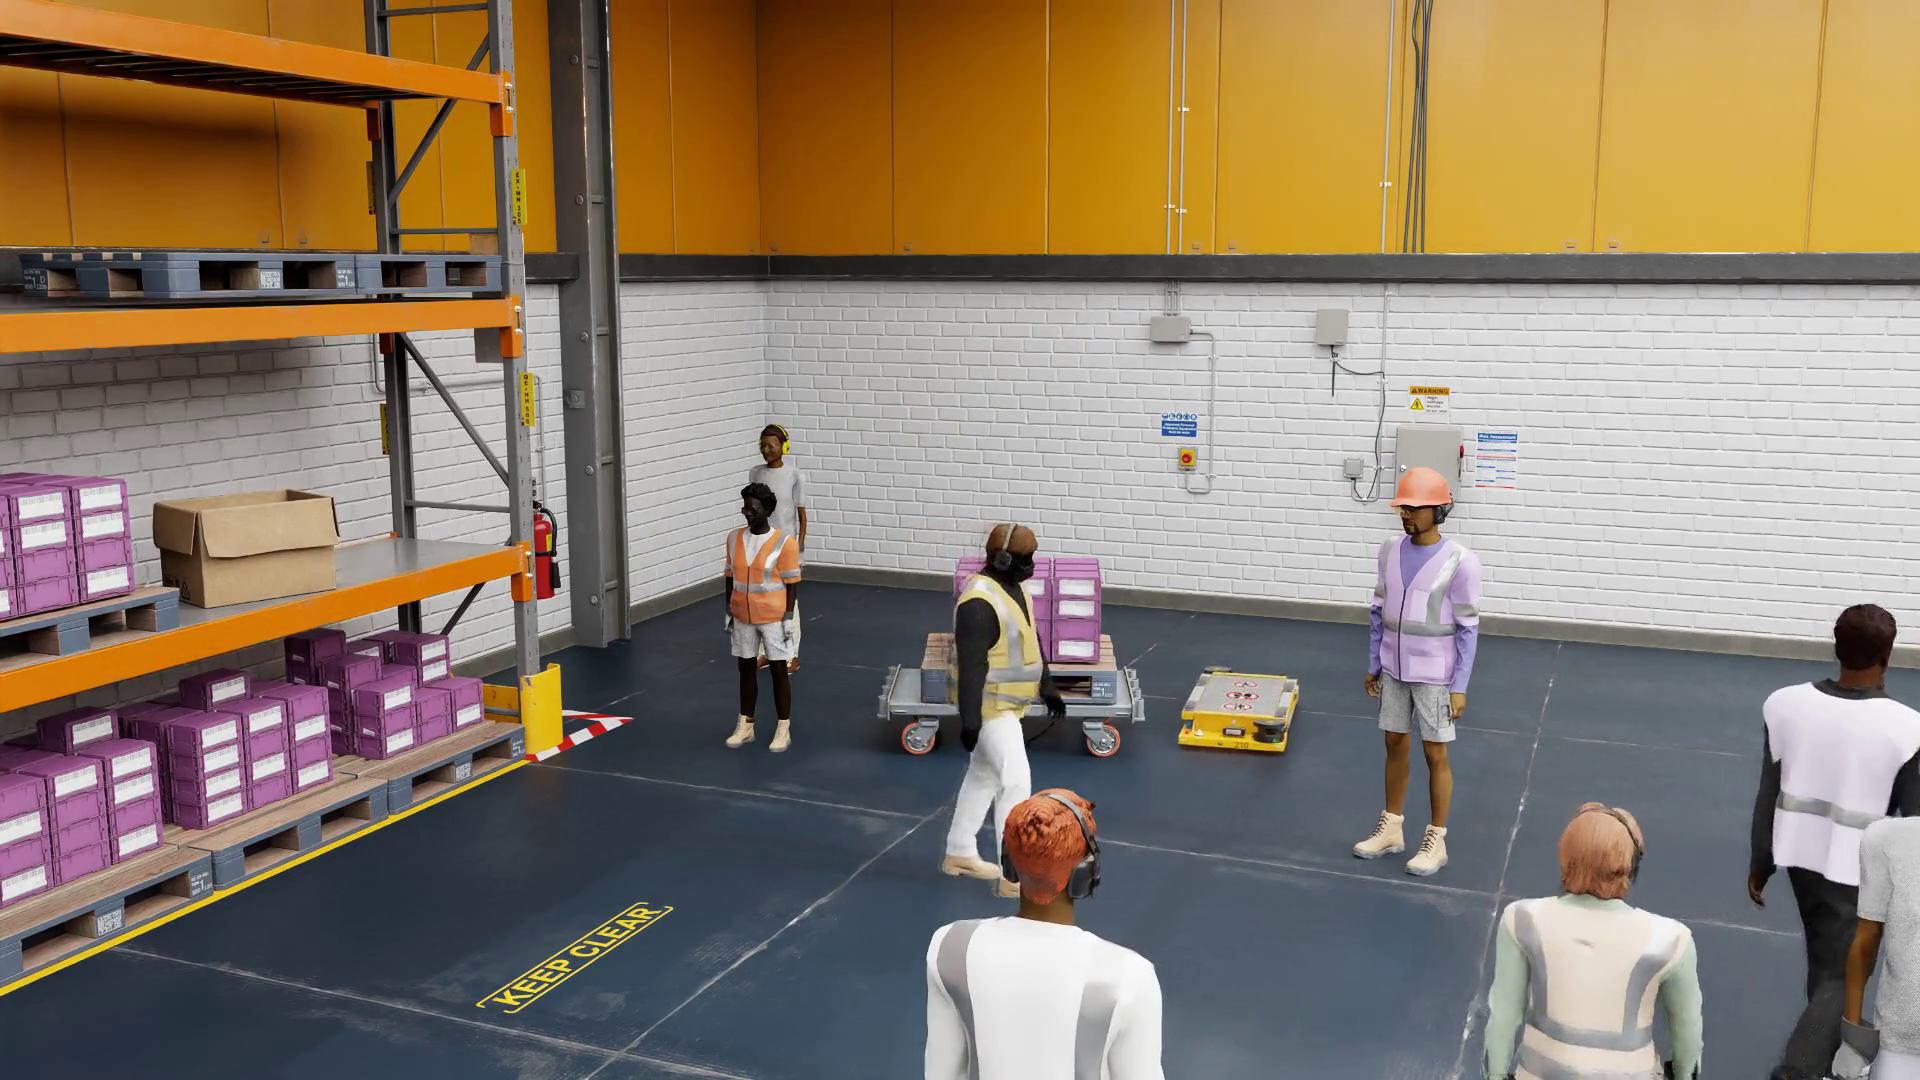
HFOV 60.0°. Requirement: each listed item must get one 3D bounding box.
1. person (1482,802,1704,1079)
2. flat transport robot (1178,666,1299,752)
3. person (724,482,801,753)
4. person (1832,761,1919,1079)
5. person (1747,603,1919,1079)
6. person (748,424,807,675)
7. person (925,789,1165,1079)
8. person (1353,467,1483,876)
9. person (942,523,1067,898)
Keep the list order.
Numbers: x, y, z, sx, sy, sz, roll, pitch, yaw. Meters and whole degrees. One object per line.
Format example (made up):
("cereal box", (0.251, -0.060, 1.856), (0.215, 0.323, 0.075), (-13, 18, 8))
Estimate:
("person", (1.719, 1.504, 4.529), (0.530, 1.592, 0.864), (6, 11, 30))
("flat transport robot", (1.861, 1.099, 10.976), (0.652, 0.197, 1.431), (3, 10, 15))
("person", (-1.250, 0.481, 10.410), (0.532, 1.696, 0.319), (4, 10, 22))
("person", (2.629, 1.377, 4.454), (0.507, 1.872, 0.329), (4, 10, 22))
("person", (3.071, 1.150, 5.829), (0.949, 1.873, 0.607), (-7, 11, -35))
("person", (-1.385, 0.069, 12.388), (0.507, 1.871, 0.329), (4, 10, 22))
("person", (0.201, 1.482, 3.780), (0.573, 1.883, 0.355), (4, 10, 24))
("person", (2.284, 0.650, 8.332), (0.378, 2.045, 0.605), (-7, 12, -38))
("person", (0.180, 0.807, 8.082), (0.630, 1.810, 0.652), (3, 10, 16))
